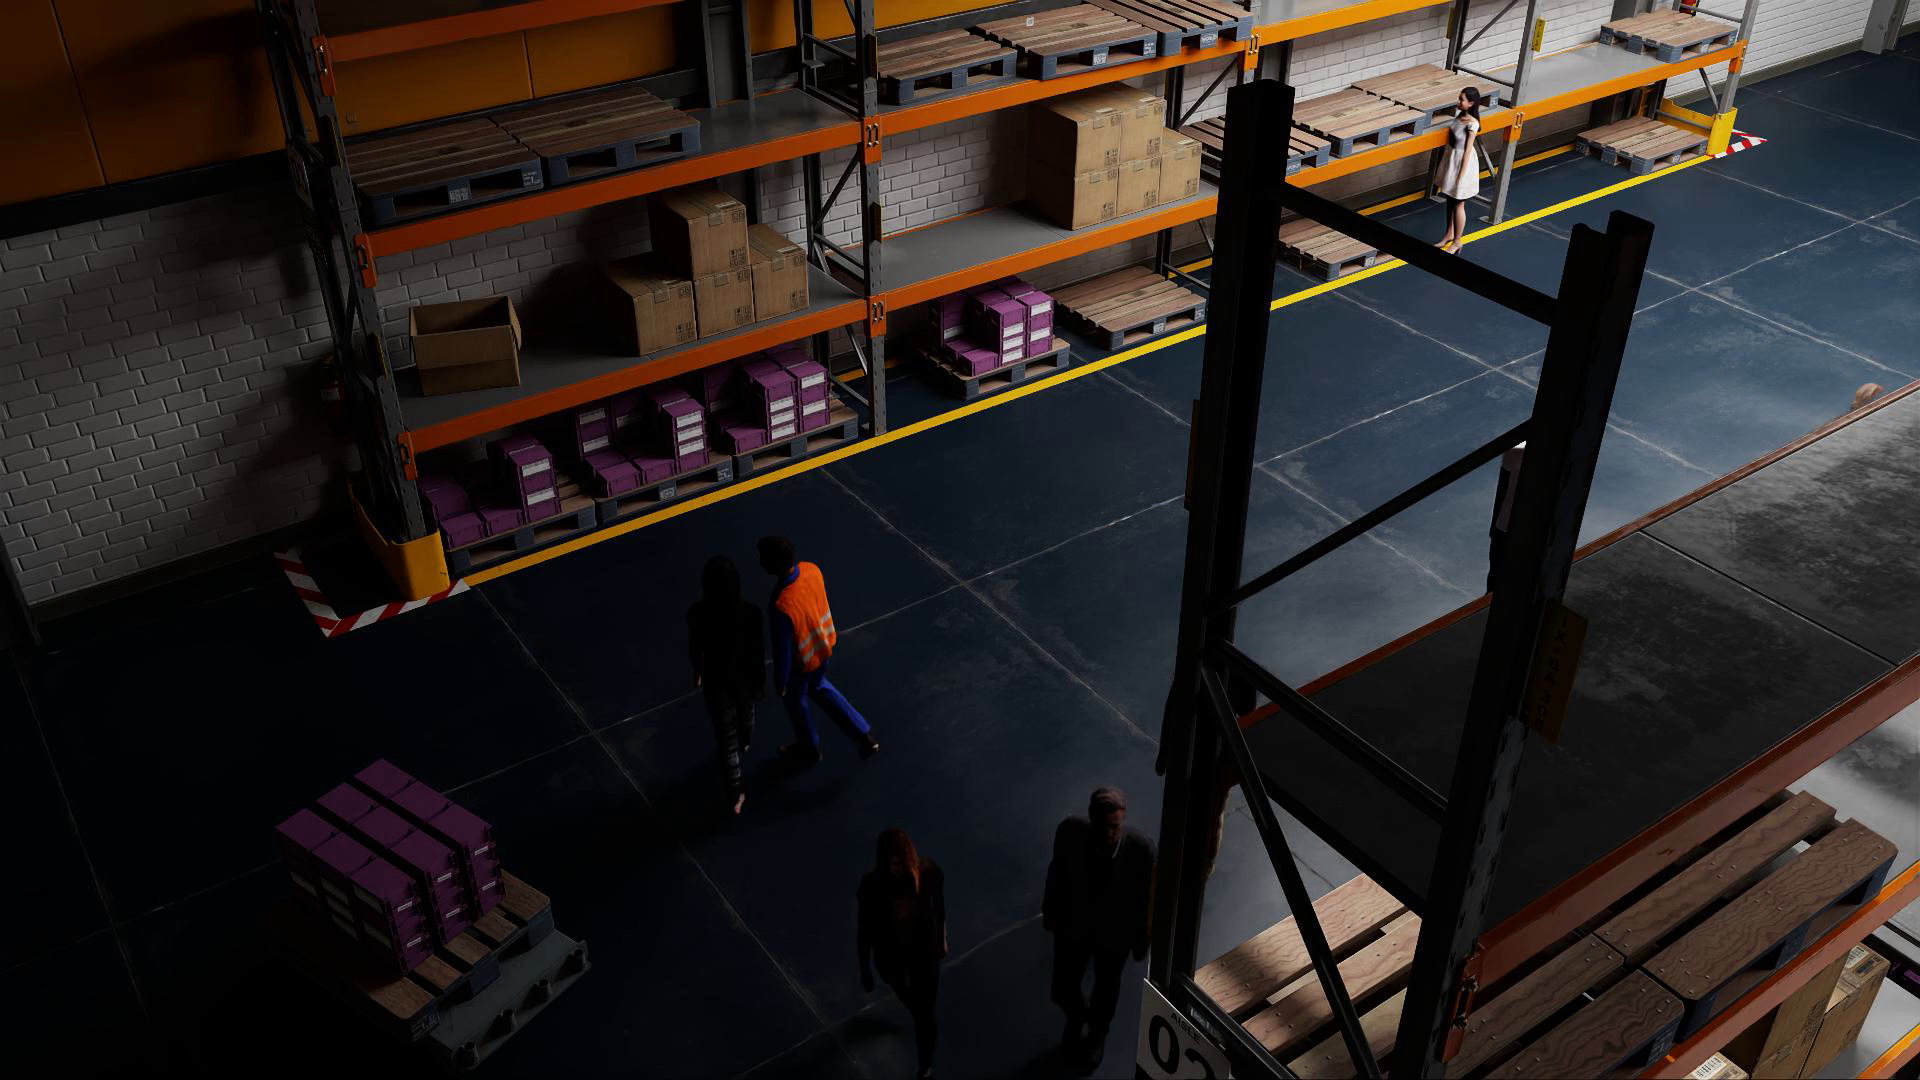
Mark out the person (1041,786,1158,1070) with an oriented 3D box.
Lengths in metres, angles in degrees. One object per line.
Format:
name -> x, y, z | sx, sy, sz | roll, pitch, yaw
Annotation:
person -> 0.706, 1.901, 8.454 | 0.849, 1.826, 0.898 | 7, 34, 10

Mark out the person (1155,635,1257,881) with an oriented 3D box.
person -> 1.433, 1.164, 9.583 | 1.093, 1.805, 1.276 | 12, 35, 17

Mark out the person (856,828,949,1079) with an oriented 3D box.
person -> -0.295, 2.010, 8.432 | 1.170, 1.668, 1.006 | -8, 34, -12

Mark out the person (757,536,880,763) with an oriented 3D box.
person -> -0.890, 0.751, 10.187 | 1.110, 1.823, 1.089 | 19, 38, 26

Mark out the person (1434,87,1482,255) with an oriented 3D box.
person -> 5.110, -3.777, 17.048 | 0.804, 1.769, 0.778 | -2, 34, -3

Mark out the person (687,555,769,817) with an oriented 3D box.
person -> -1.407, 0.897, 10.090 | 1.136, 1.686, 1.050 | -2, 34, -3
